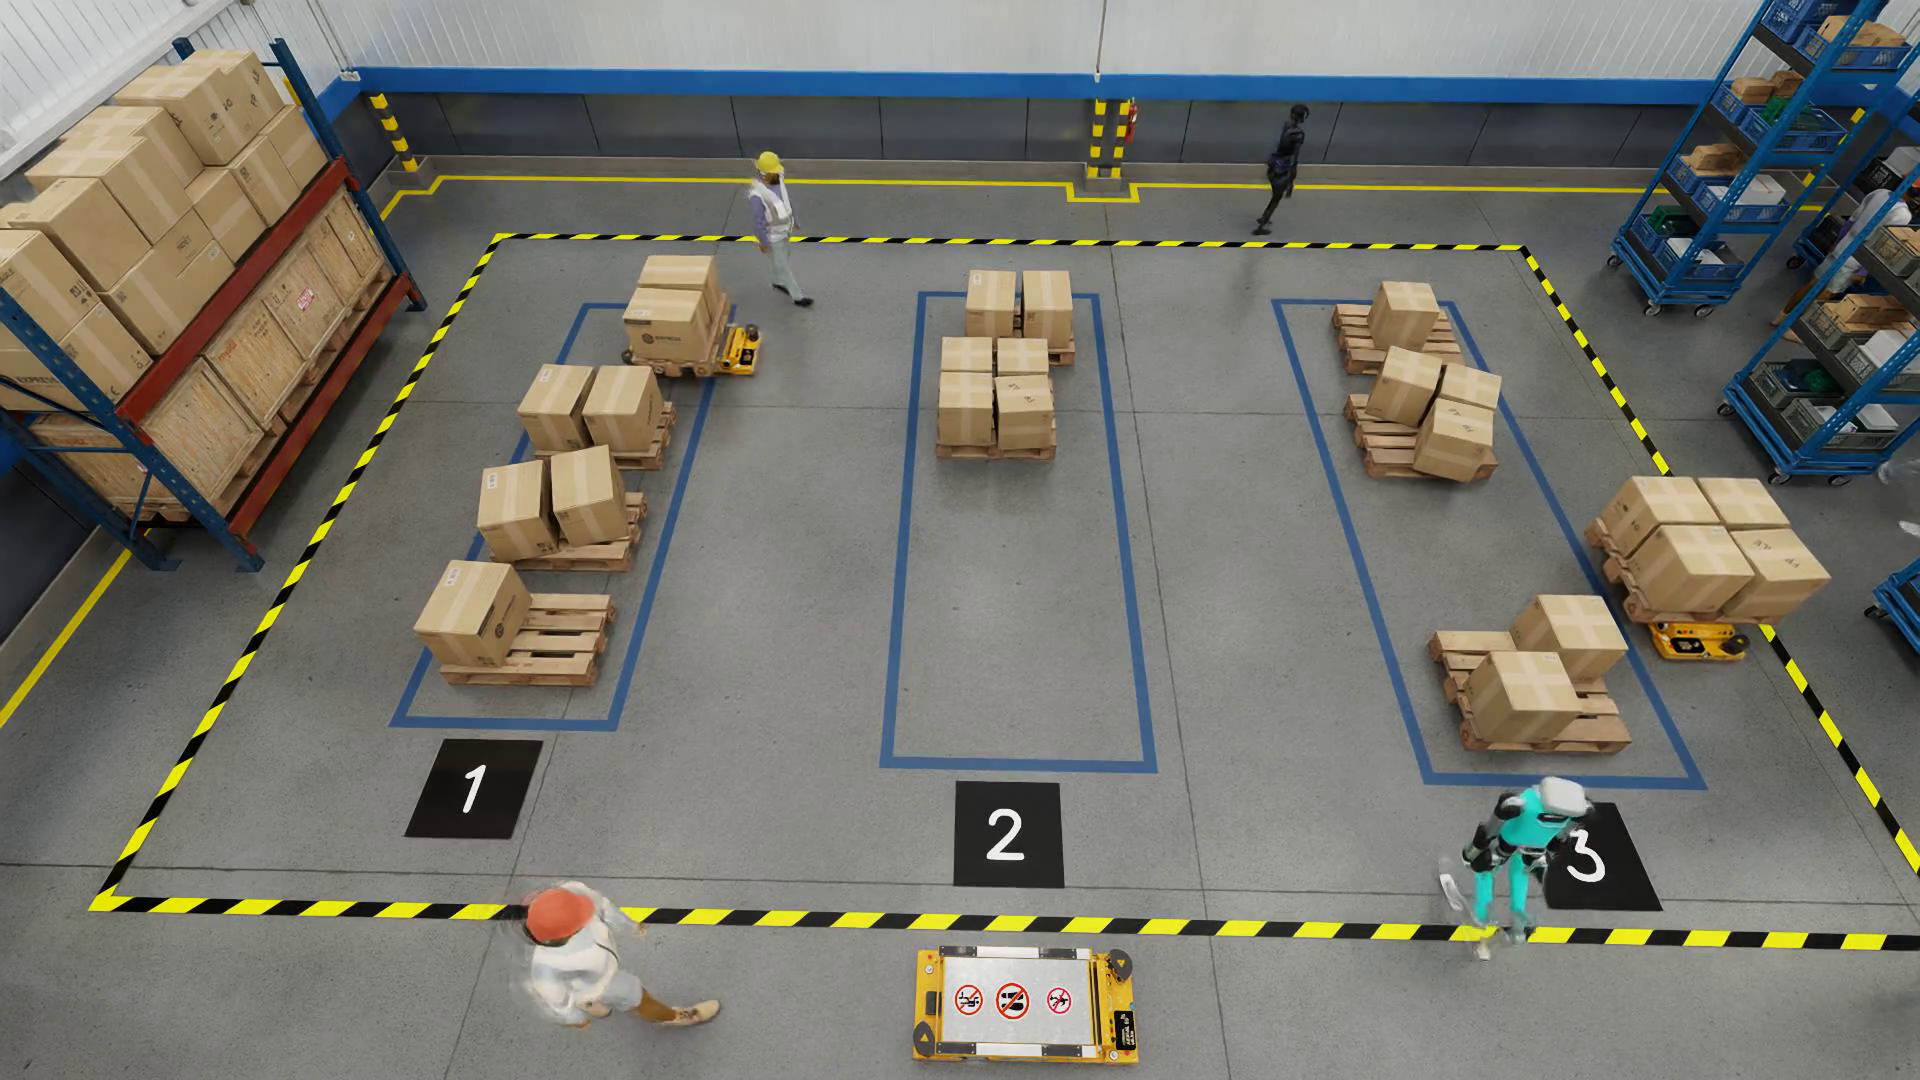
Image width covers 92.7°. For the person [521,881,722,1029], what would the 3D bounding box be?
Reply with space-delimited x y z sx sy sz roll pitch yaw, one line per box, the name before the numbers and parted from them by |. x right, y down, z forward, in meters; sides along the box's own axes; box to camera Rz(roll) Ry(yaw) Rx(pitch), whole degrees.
person | -2.148 2.486 5.360 1.043 1.987 0.620 -3 51 -3

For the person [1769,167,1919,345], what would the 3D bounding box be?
person | 9.585 -3.049 9.828 0.372 2.044 0.604 3 51 3

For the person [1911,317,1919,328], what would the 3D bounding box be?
person | 9.282 -1.917 9.015 0.317 1.870 0.527 12 52 9

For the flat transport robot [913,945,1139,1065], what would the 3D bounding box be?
flat transport robot | 0.422 3.041 6.007 1.431 0.231 0.659 1 51 1

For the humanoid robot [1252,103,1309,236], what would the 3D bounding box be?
humanoid robot | 3.955 -4.532 11.271 0.374 1.644 0.588 -6 51 -5

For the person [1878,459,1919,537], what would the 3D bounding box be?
person | 9.135 -0.870 8.286 0.503 1.662 1.020 -5 51 -4

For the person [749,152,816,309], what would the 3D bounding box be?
person | -1.990 -3.484 10.349 0.700 1.806 0.613 16 53 13

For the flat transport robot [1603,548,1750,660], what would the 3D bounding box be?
flat transport robot | 6.300 0.400 8.141 0.652 0.197 1.431 1 51 1

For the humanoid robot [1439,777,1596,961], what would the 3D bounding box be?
humanoid robot | 3.481 2.205 5.774 0.569 1.799 0.782 2 51 2

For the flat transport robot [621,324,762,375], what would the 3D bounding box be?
flat transport robot | -2.986 -2.140 10.212 1.431 0.197 0.652 1 51 1
